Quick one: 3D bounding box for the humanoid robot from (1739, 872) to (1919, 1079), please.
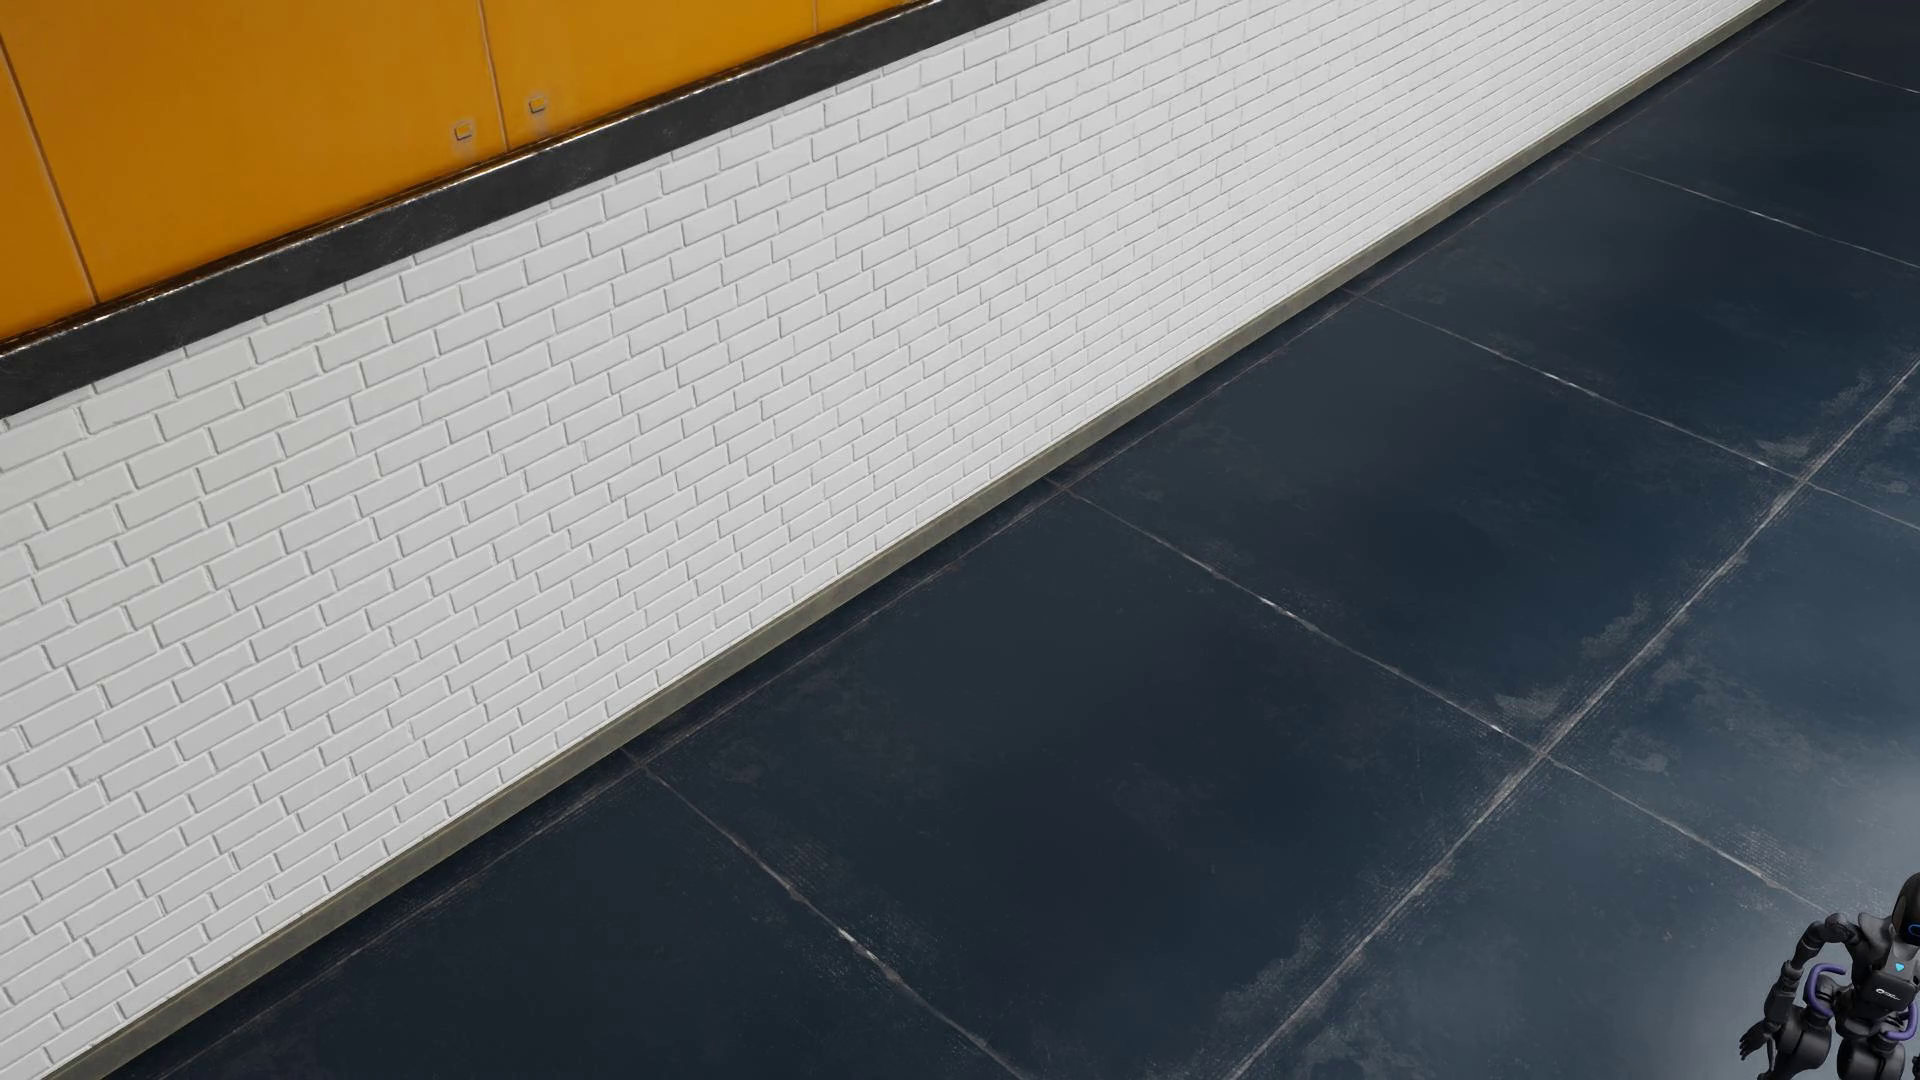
[{"bbox_3d":[3.020,1.701,5.654,0.599,1.657,0.315,17,42,20],"label":"humanoid robot"}]
